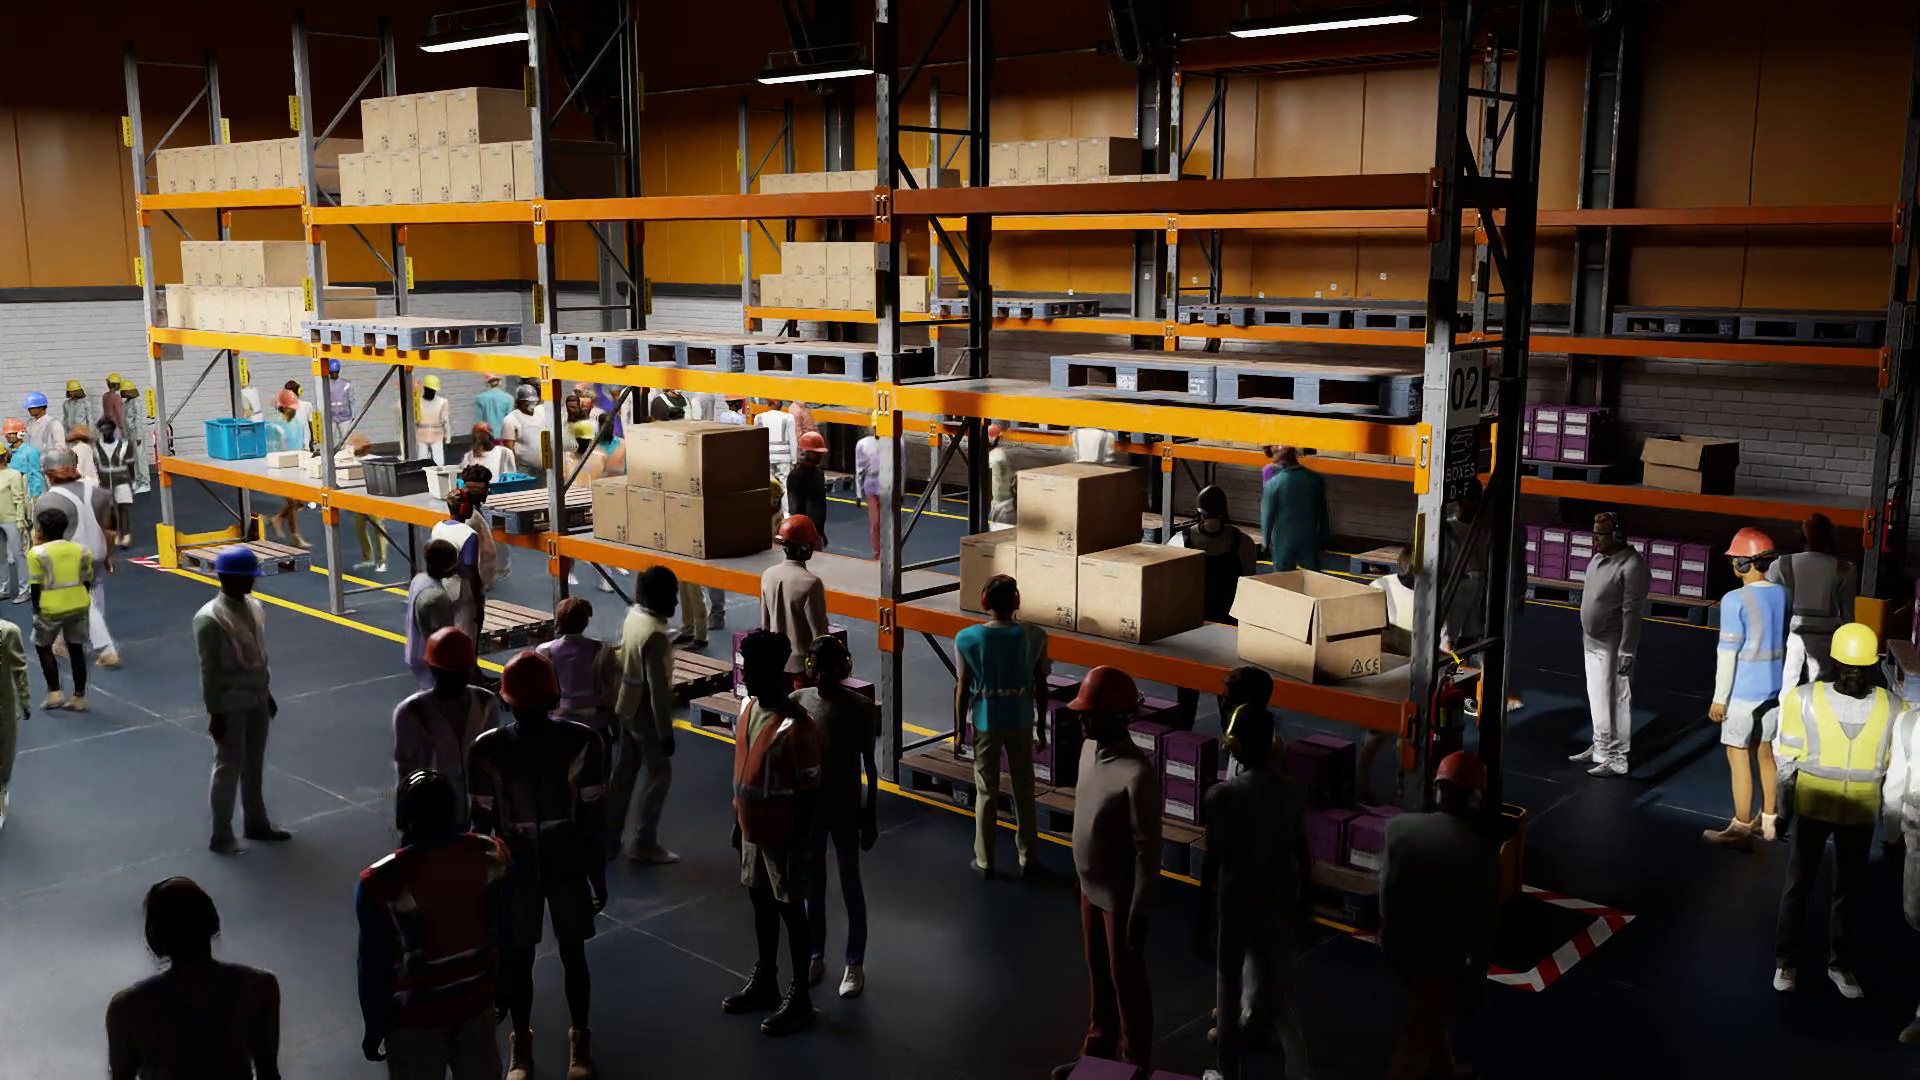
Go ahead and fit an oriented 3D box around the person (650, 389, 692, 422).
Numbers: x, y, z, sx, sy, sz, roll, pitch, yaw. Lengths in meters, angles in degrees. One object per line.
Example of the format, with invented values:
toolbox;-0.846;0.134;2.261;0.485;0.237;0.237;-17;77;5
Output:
person;-3.990;-1.374;23.461;0.535;2.000;0.674;8;13;37

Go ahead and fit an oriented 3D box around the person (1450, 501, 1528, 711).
person;4.335;0.436;13.795;0.636;1.855;1.106;-3;11;-19

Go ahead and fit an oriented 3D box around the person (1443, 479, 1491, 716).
person;4.006;0.460;13.298;0.607;1.966;0.367;-6;12;-32

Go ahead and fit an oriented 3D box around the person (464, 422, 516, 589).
person;-5.229;-0.388;18.499;0.631;1.840;0.814;0;10;2

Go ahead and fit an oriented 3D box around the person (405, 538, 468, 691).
person;-3.608;0.887;11.321;0.472;1.819;0.703;-6;12;-31

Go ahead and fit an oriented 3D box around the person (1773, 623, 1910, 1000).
person;4.413;1.353;8.357;0.585;1.928;0.379;3;10;15

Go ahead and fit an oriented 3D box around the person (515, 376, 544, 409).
person;-7.290;-2.056;28.197;0.490;1.730;0.324;0;10;-2

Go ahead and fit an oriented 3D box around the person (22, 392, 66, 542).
person;-11.641;-0.918;21.164;0.602;1.941;0.402;4;11;21

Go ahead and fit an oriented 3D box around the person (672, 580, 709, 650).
person;-2.581;0.158;15.616;0.345;1.746;0.573;-7;12;-36

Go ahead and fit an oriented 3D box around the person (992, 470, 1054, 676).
person;0.542;0.340;14.210;0.662;1.895;0.401;5;11;28

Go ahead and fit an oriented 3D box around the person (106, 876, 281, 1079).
person;-2.406;1.961;5.315;0.507;1.801;0.928;-7;12;-35

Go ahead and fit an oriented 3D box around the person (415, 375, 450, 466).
person;-7.803;-1.477;24.441;0.622;1.896;0.452;-4;11;-22

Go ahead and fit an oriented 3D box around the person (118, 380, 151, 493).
person;-12.732;-1.599;25.594;0.485;1.737;0.320;9;13;40

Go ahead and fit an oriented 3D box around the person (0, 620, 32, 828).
person;-6.371;1.067;10.926;0.520;1.605;0.601;-4;11;-23

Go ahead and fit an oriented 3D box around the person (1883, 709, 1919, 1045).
person;4.799;1.449;8.039;0.777;1.866;0.594;-7;12;-34

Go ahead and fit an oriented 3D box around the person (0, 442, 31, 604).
person;-10.133;-0.193;17.590;0.523;1.759;0.337;2;10;10

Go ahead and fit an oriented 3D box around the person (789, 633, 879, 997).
person;-0.662;1.378;8.426;0.509;1.860;0.333;3;11;19

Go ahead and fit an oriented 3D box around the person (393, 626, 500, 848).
person;-2.491;1.375;8.311;0.559;1.933;0.597;-10;14;-44

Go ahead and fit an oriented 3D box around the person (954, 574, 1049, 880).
person;0.248;1.123;9.911;0.564;1.840;0.396;-1;10;-6

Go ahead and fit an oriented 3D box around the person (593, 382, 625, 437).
person;-5.892;-2.228;28.286;0.537;2.000;0.675;-8;13;-38

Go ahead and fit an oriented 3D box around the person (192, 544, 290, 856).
person;-4.501;0.986;10.402;0.405;1.947;0.619;2;10;8

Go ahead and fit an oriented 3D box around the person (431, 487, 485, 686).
person;-4.086;0.489;13.524;0.561;1.836;0.392;8;13;40

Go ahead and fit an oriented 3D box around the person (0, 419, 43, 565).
person;-11.123;-0.565;19.694;0.572;1.750;0.330;4;11;21

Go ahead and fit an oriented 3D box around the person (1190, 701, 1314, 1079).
person;1.292;1.624;7.113;0.586;1.845;0.720;-3;10;-16

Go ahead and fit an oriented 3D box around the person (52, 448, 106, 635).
person;-8.534;0.026;16.117;0.396;1.839;0.560;1;10;8

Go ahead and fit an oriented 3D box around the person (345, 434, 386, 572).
person;-6.919;-0.426;19.352;0.561;1.599;0.320;6;11;29

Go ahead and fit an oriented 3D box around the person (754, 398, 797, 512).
person;-2.439;-1.055;22.095;0.572;1.886;0.355;1;10;8

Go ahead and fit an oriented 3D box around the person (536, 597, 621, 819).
person;-2.352;1.160;10.272;0.512;1.638;0.312;-1;10;-5

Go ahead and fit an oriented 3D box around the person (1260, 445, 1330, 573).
person;3.290;-0.025;16.342;0.754;1.861;0.394;-2;10;-13

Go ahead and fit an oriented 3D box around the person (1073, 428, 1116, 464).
person;1.695;-0.744;20.326;0.599;1.883;0.920;5;11;28

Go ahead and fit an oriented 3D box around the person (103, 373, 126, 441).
person;-13.470;-1.784;26.597;0.565;1.761;0.347;8;13;39

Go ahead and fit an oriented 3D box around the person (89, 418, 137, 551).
person;-10.574;-0.696;20.730;0.549;1.639;0.882;-4;11;-20

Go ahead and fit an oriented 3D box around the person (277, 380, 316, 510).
person;-9.529;-1.360;23.888;0.517;1.864;0.334;-8;13;-38

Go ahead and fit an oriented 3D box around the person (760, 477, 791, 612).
person;-1.609;0.352;14.323;0.403;1.823;0.597;-6;12;-30

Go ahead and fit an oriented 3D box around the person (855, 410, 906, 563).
person;-0.918;-0.558;19.215;0.602;1.903;0.586;-1;10;-6

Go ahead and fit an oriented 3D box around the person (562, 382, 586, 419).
person;-5.864;-1.583;25.632;0.576;1.693;0.927;-7;12;-33
